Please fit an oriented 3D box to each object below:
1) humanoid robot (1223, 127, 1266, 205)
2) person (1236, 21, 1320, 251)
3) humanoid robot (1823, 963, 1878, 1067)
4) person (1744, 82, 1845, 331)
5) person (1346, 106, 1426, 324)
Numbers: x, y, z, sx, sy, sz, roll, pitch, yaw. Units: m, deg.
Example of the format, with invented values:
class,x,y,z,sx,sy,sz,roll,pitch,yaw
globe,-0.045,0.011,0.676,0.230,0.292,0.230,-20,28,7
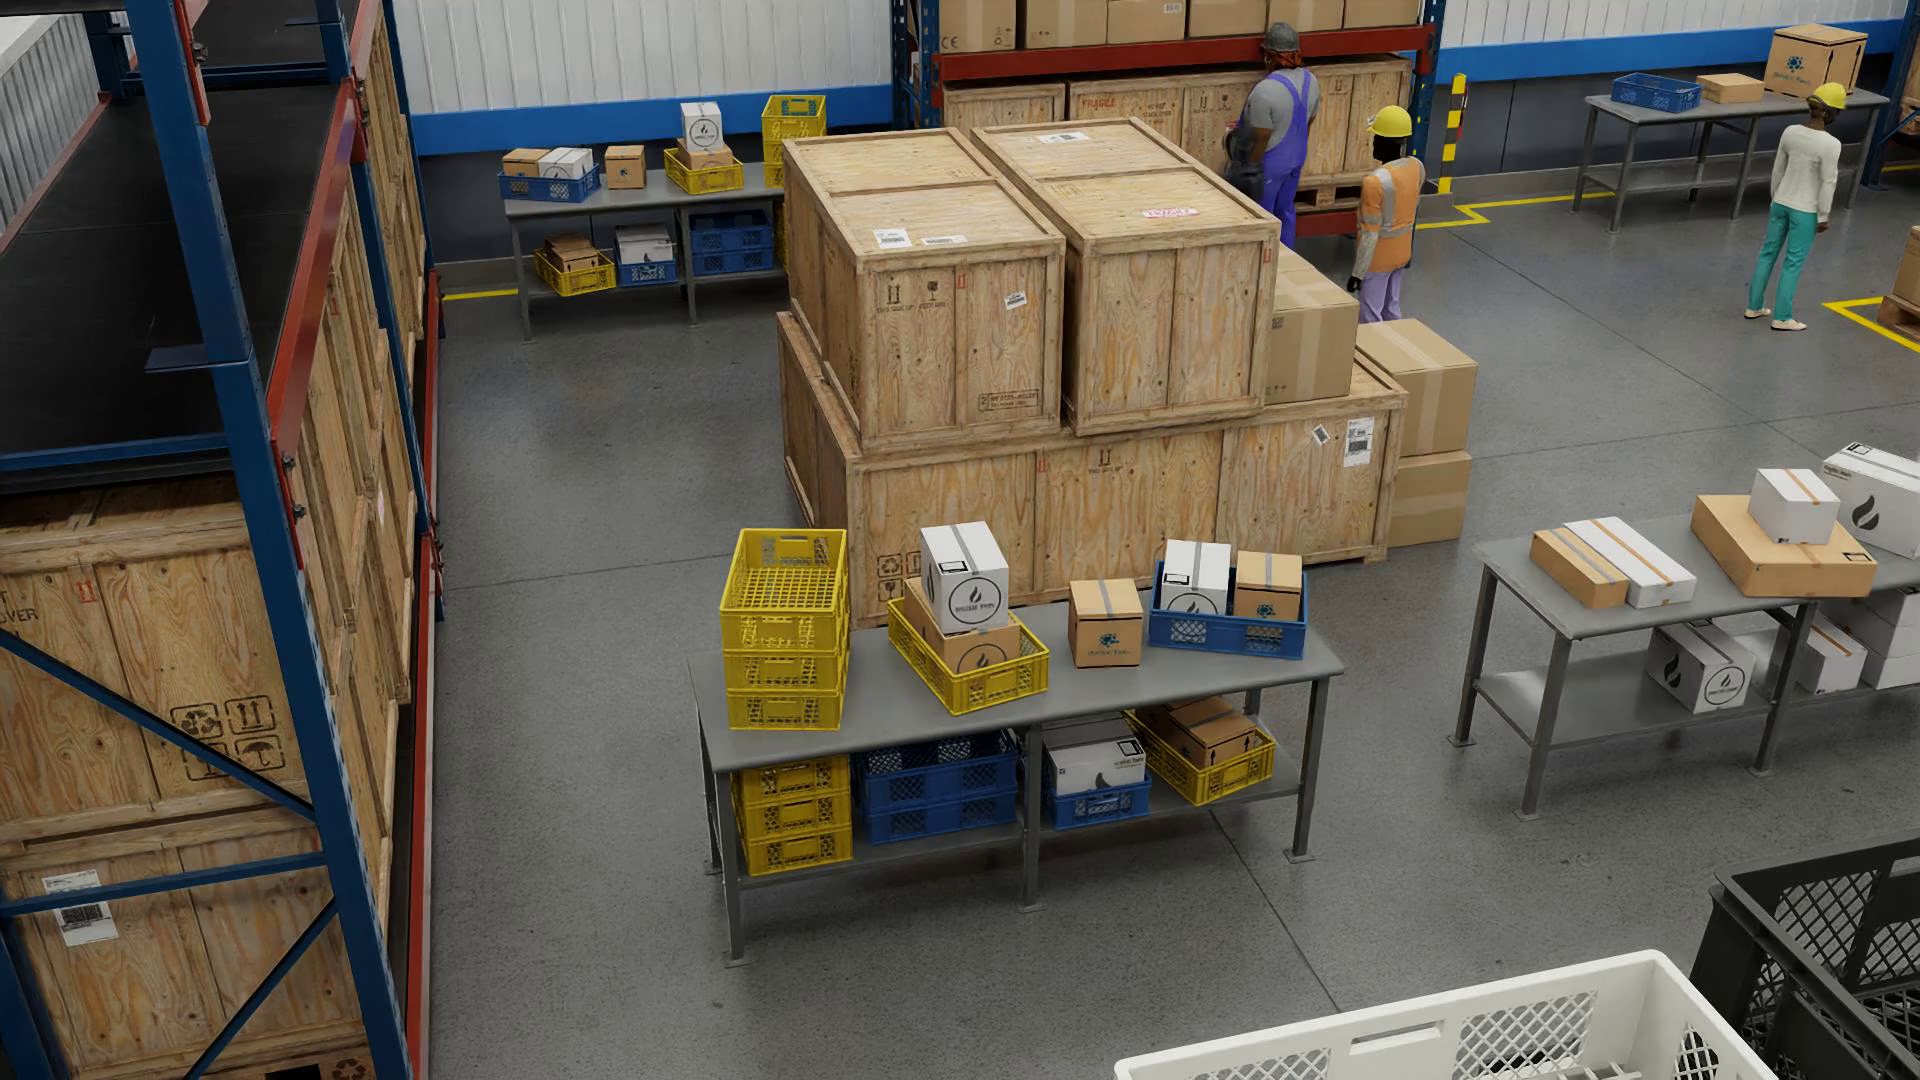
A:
class,x,y,z,sx,sy,sz,roll,pitch,yaw
humanoid robot,1.841,-1.981,11.277,0.544,1.628,0.592,-4,29,-8
person,2.293,-2.831,12.420,0.689,2.000,0.539,-24,37,-37
humanoid robot,2.097,1.829,4.356,0.653,1.637,0.447,3,29,5
person,5.997,-2.373,11.879,0.320,1.760,0.522,-11,31,-18
person,2.697,-1.824,10.708,0.585,1.928,0.374,-26,38,-38
